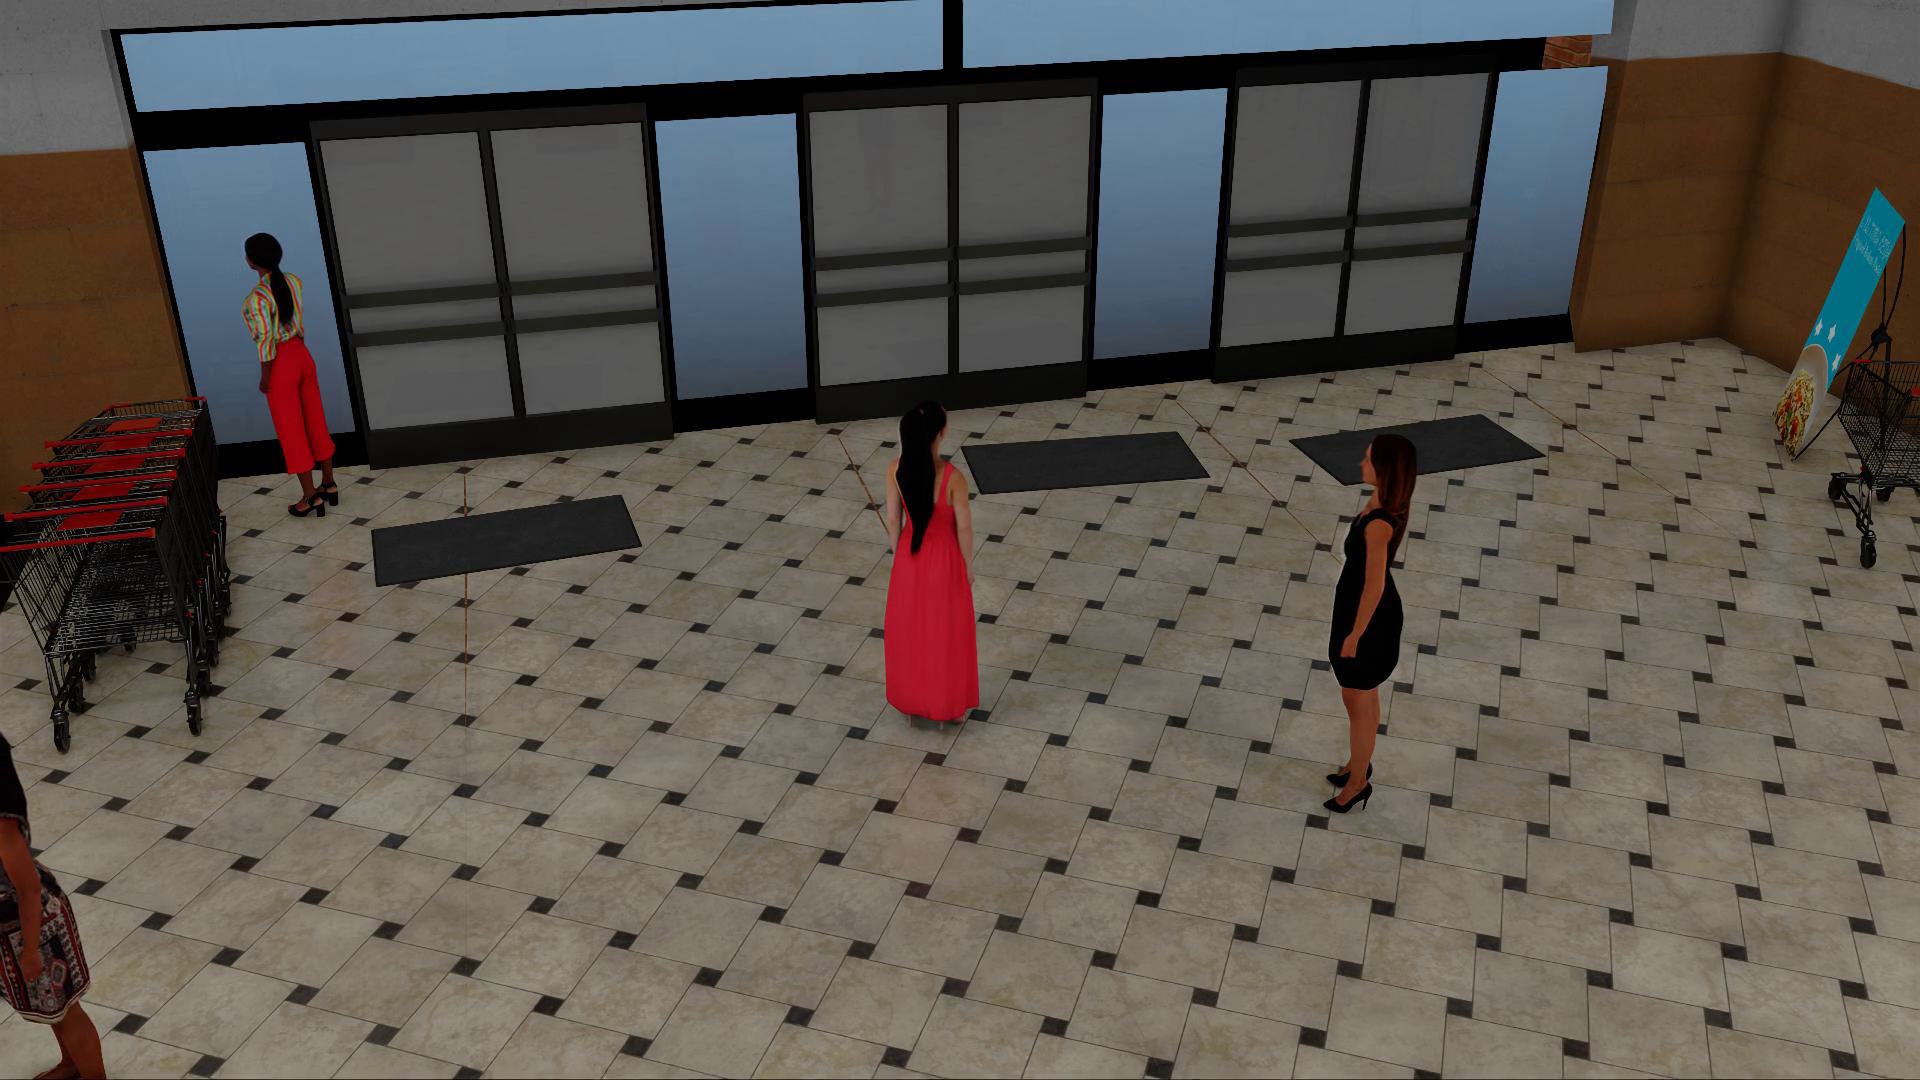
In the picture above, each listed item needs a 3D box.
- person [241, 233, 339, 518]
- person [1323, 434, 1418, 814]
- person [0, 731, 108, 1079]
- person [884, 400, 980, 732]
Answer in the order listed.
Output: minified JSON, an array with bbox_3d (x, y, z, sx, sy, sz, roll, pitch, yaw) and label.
[{"bbox_3d":[-4.068,-0.993,10.084,0.745,1.792,0.640,8,28,15],"label":"person"},{"bbox_3d":[1.790,0.385,7.318,0.724,1.835,0.627,8,28,16],"label":"person"},{"bbox_3d":[-3.215,1.305,5.715,0.783,1.645,0.638,-22,34,-37],"label":"person"},{"bbox_3d":[-0.144,0.140,7.922,0.712,1.728,0.746,10,28,18],"label":"person"}]
